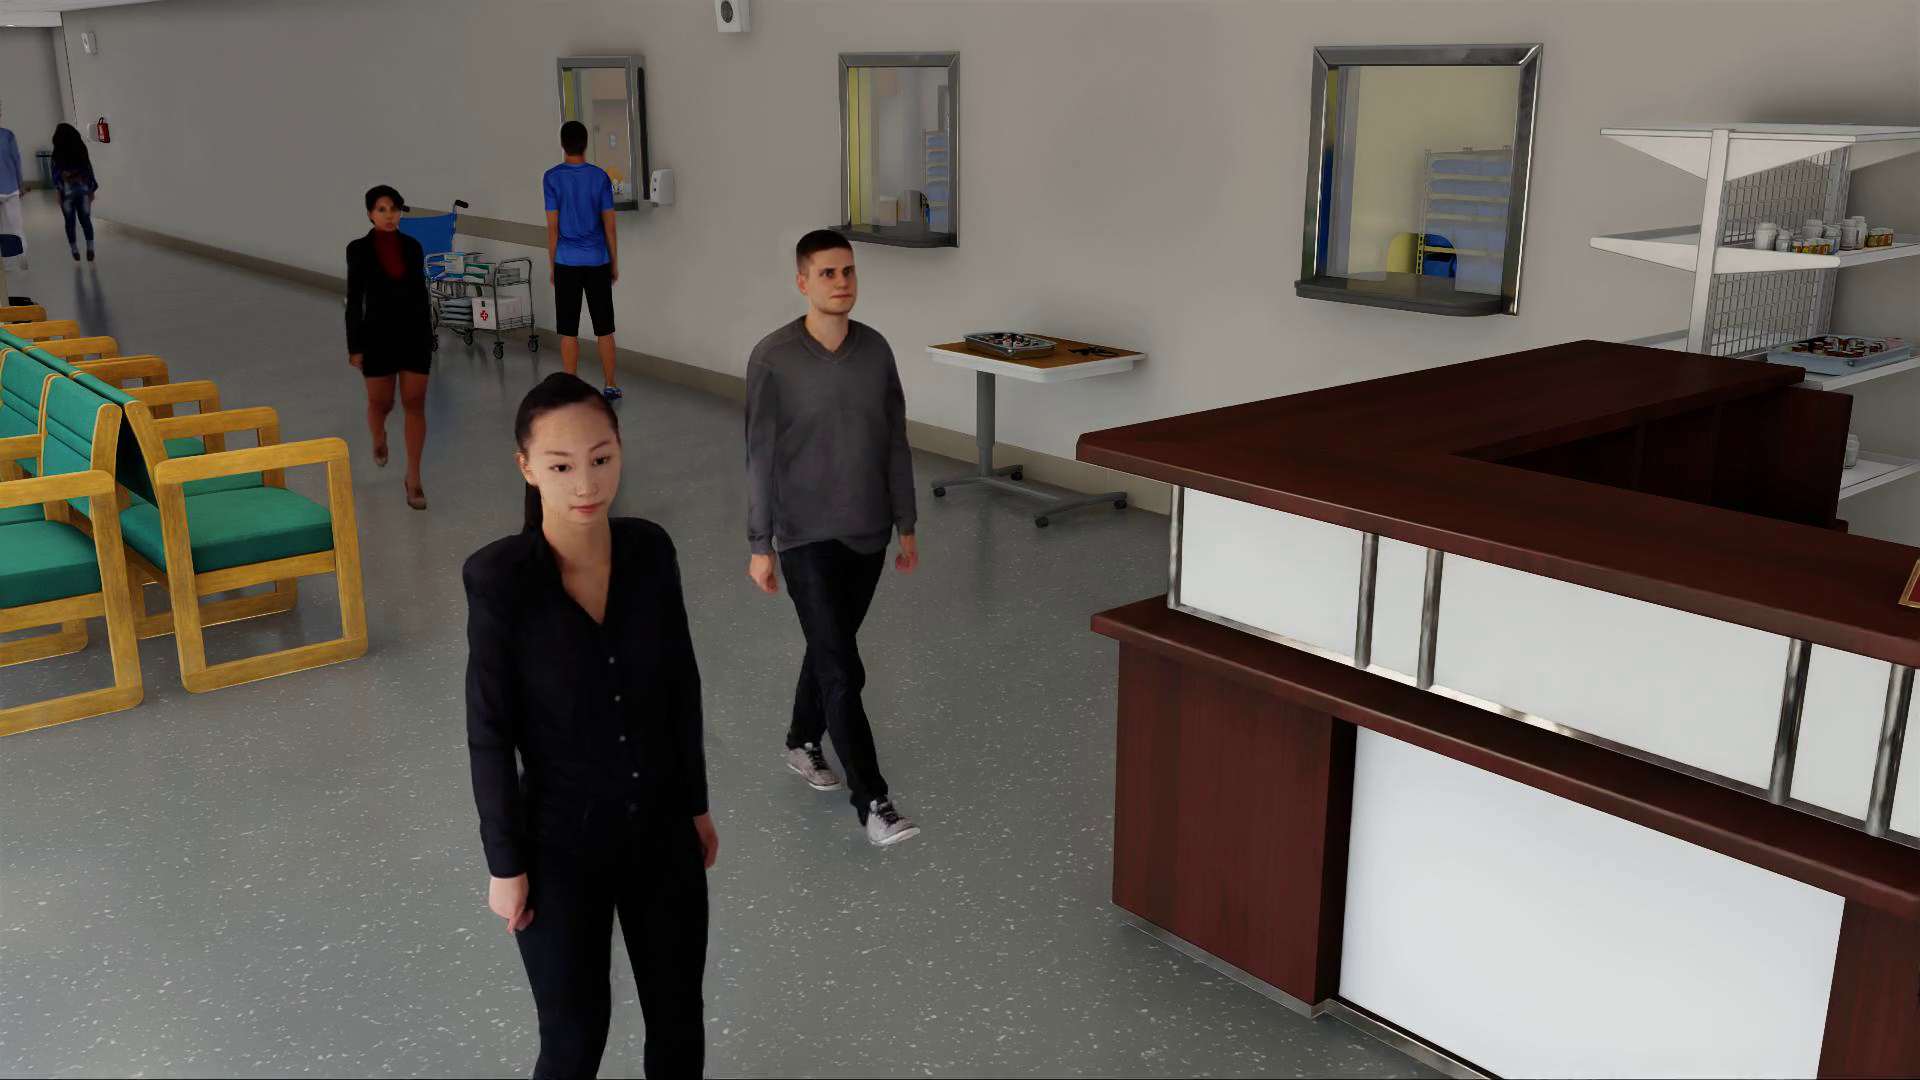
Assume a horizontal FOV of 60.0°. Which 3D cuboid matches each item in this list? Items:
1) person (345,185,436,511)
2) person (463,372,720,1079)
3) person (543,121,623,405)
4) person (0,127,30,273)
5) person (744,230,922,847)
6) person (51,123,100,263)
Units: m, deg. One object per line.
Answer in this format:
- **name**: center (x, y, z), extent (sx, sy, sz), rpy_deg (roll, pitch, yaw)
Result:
- **person**: center (-2.899, -0.969, 8.468), extent (0.761, 1.625, 0.692), rpy_deg (-10, 19, -31)
- **person**: center (-0.637, 0.550, 2.929), extent (0.411, 1.707, 0.635), rpy_deg (-13, 20, -39)
- **person**: center (-2.524, -1.839, 11.103), extent (0.631, 1.869, 0.754), rpy_deg (-4, 16, -15)
- **person**: center (-10.525, -3.846, 18.224), extent (0.938, 1.868, 0.787), rpy_deg (-10, 19, -32)
- **person**: center (-0.406, -0.008, 4.894), extent (1.080, 1.715, 0.800), rpy_deg (-10, 18, -31)
- **person**: center (-10.156, -3.950, 19.127), extent (1.010, 1.579, 0.770), rpy_deg (-10, 19, -32)
